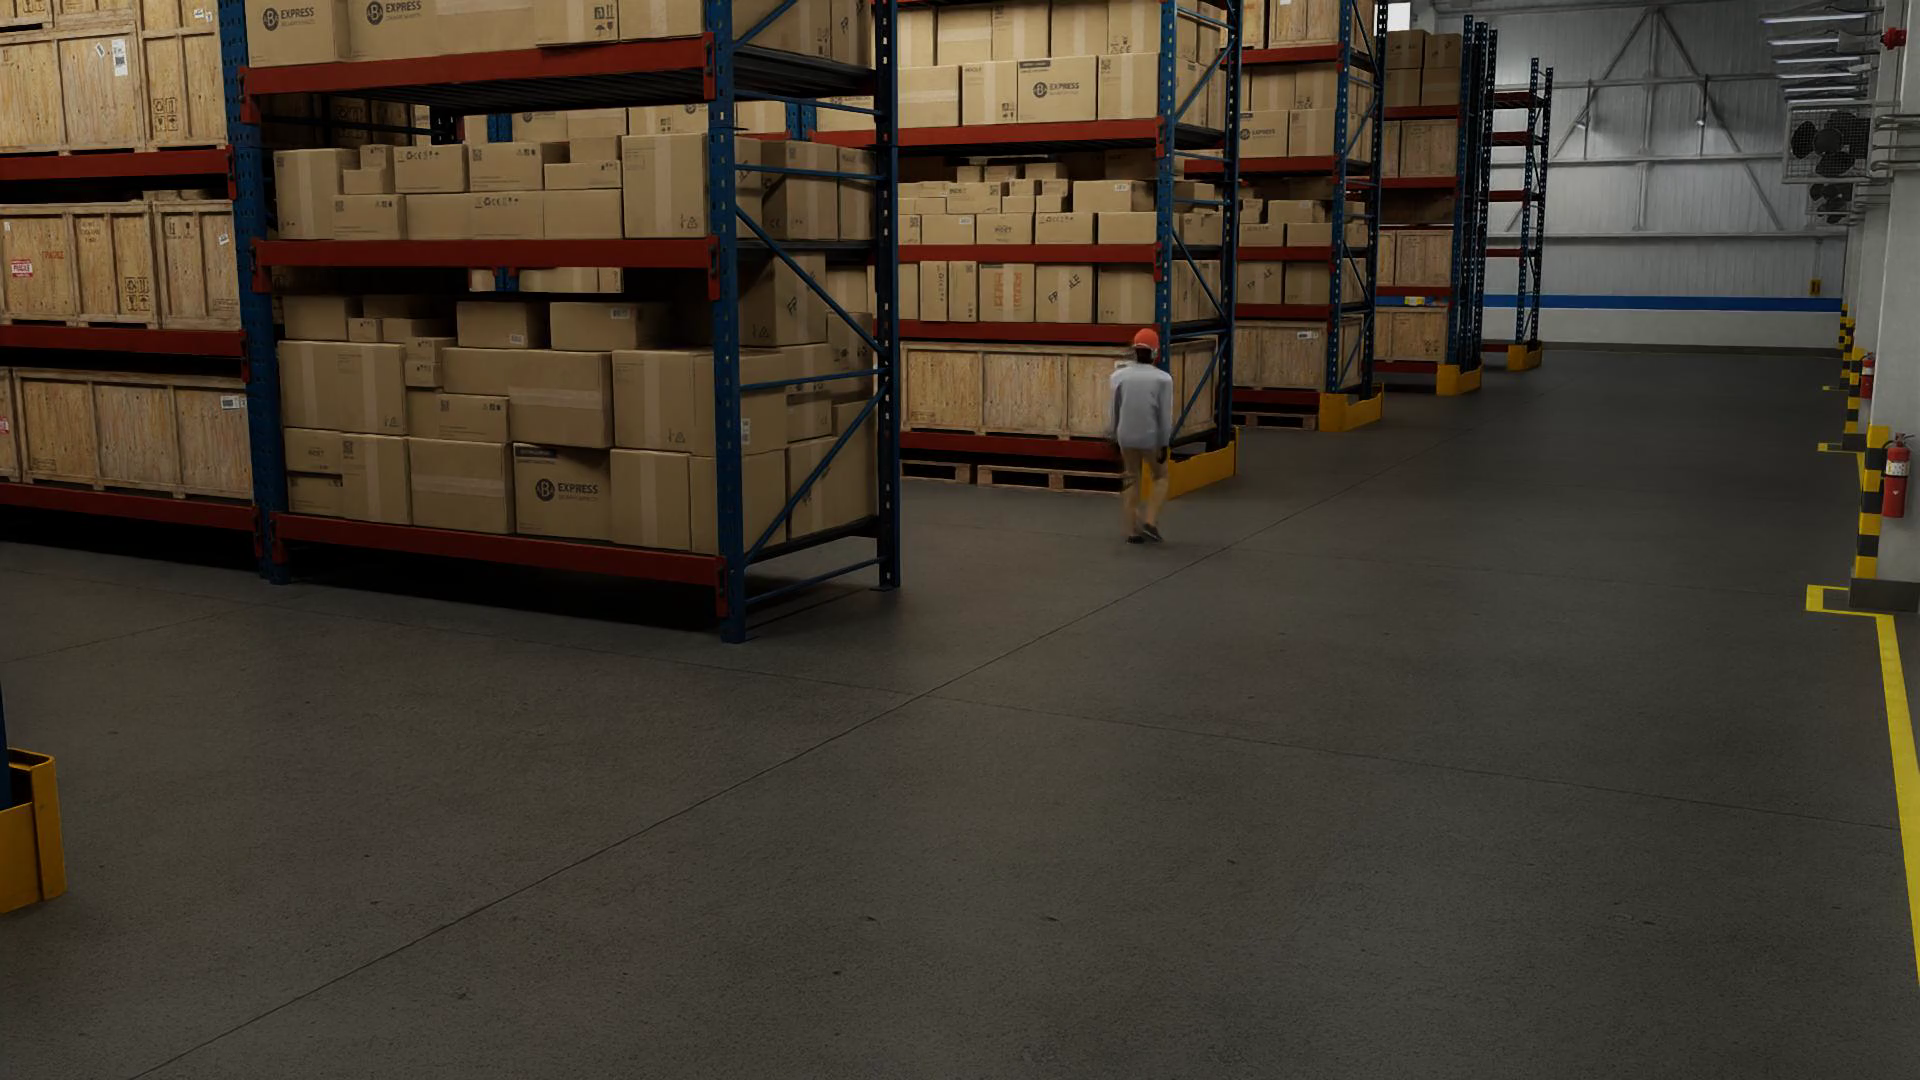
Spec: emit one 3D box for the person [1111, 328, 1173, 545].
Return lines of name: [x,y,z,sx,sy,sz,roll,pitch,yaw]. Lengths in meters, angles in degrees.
person: [1.465,-0.818,13.295,0.568,1.734,0.398,5,11,29]

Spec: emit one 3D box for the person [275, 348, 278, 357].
person: [-7.555,-1.763,18.522,0.569,1.821,0.608,6,11,31]

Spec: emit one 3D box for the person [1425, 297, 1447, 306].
person: [9.427,-4.153,32.911,0.526,1.620,0.581,-4,10,-20]
